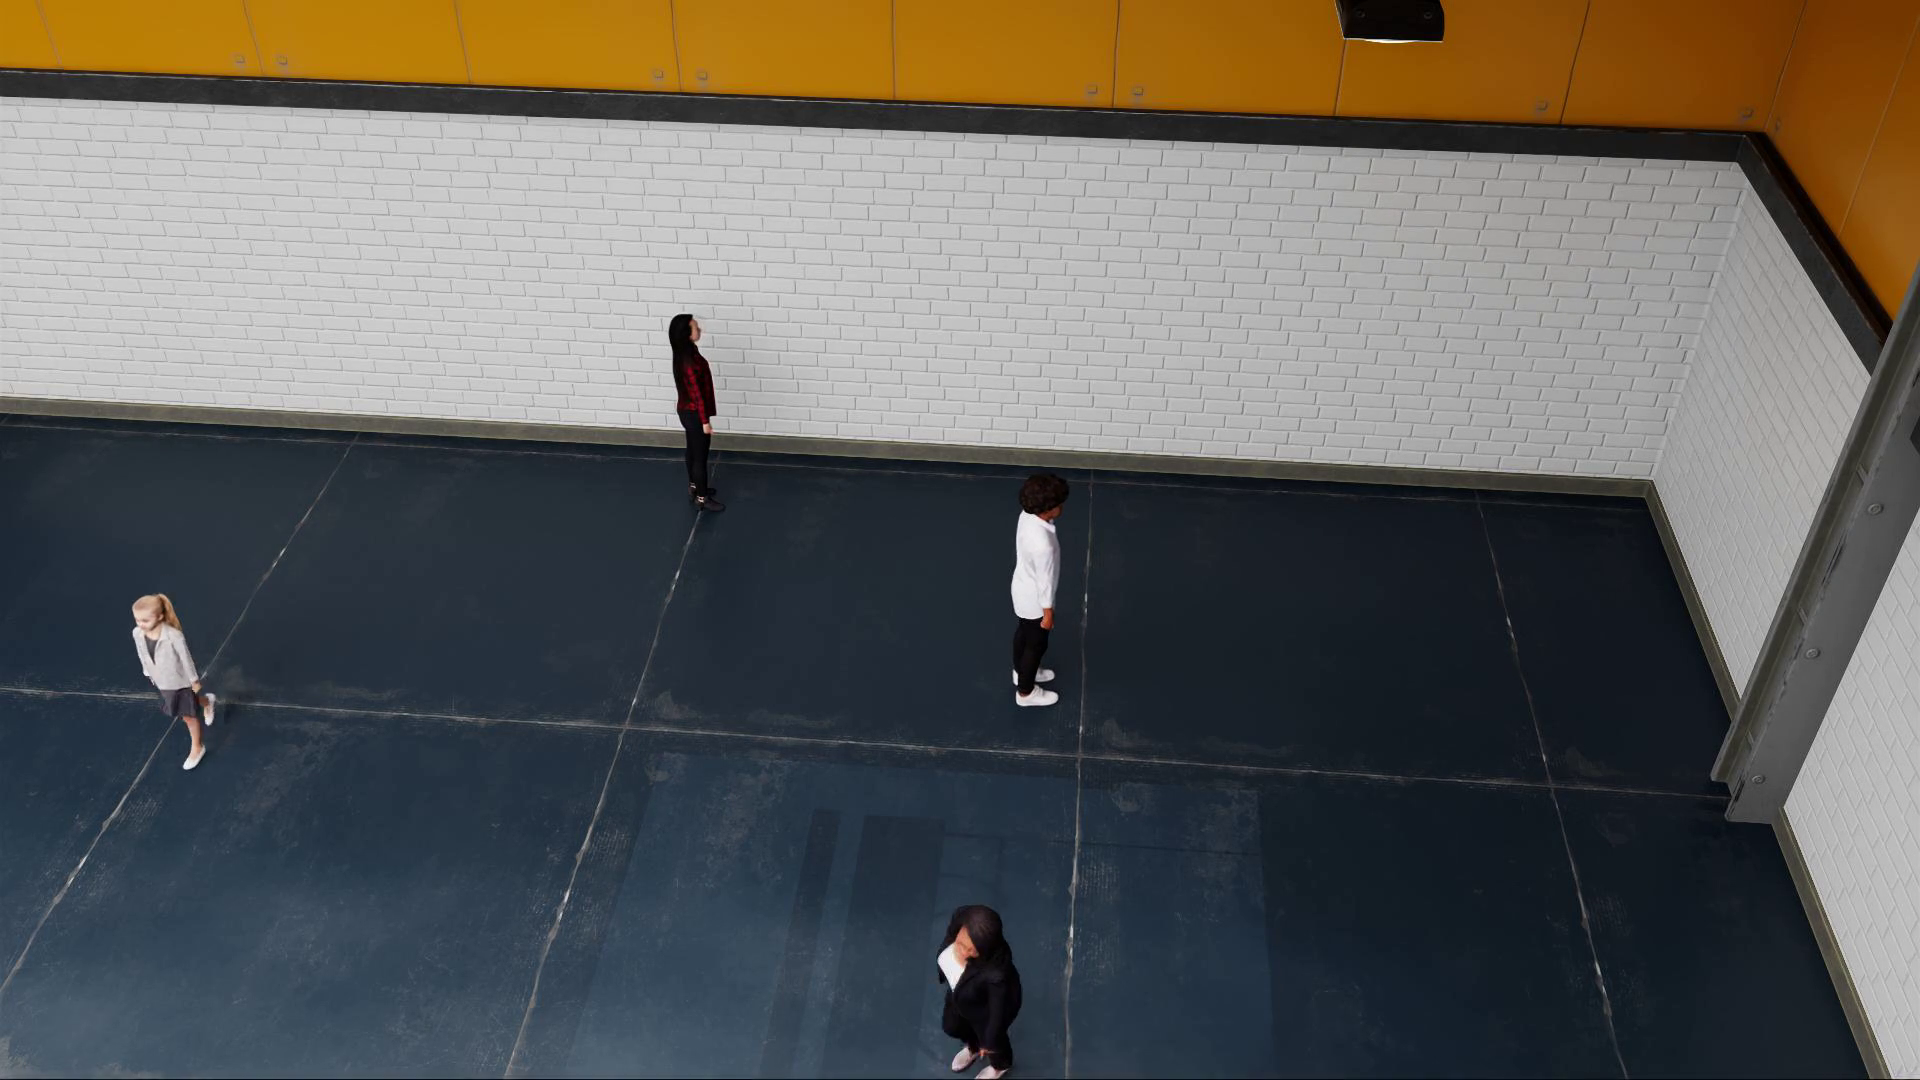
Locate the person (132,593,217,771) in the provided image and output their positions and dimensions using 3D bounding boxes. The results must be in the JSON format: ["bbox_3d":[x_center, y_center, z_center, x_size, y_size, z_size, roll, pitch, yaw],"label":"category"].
[{"bbox_3d":[-4.923,0.826,10.491,0.562,1.263,0.769,7,39,9],"label":"person"}]

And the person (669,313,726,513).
[{"bbox_3d":[-1.987,-0.945,12.392,0.719,1.659,0.591,-13,40,-16],"label":"person"}]

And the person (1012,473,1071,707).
[{"bbox_3d":[0.480,0.316,10.694,0.729,1.807,0.572,-6,39,-7],"label":"person"}]

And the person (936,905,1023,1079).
[{"bbox_3d":[0.136,2.278,8.428,0.890,1.570,0.825,-15,41,-18],"label":"person"}]
